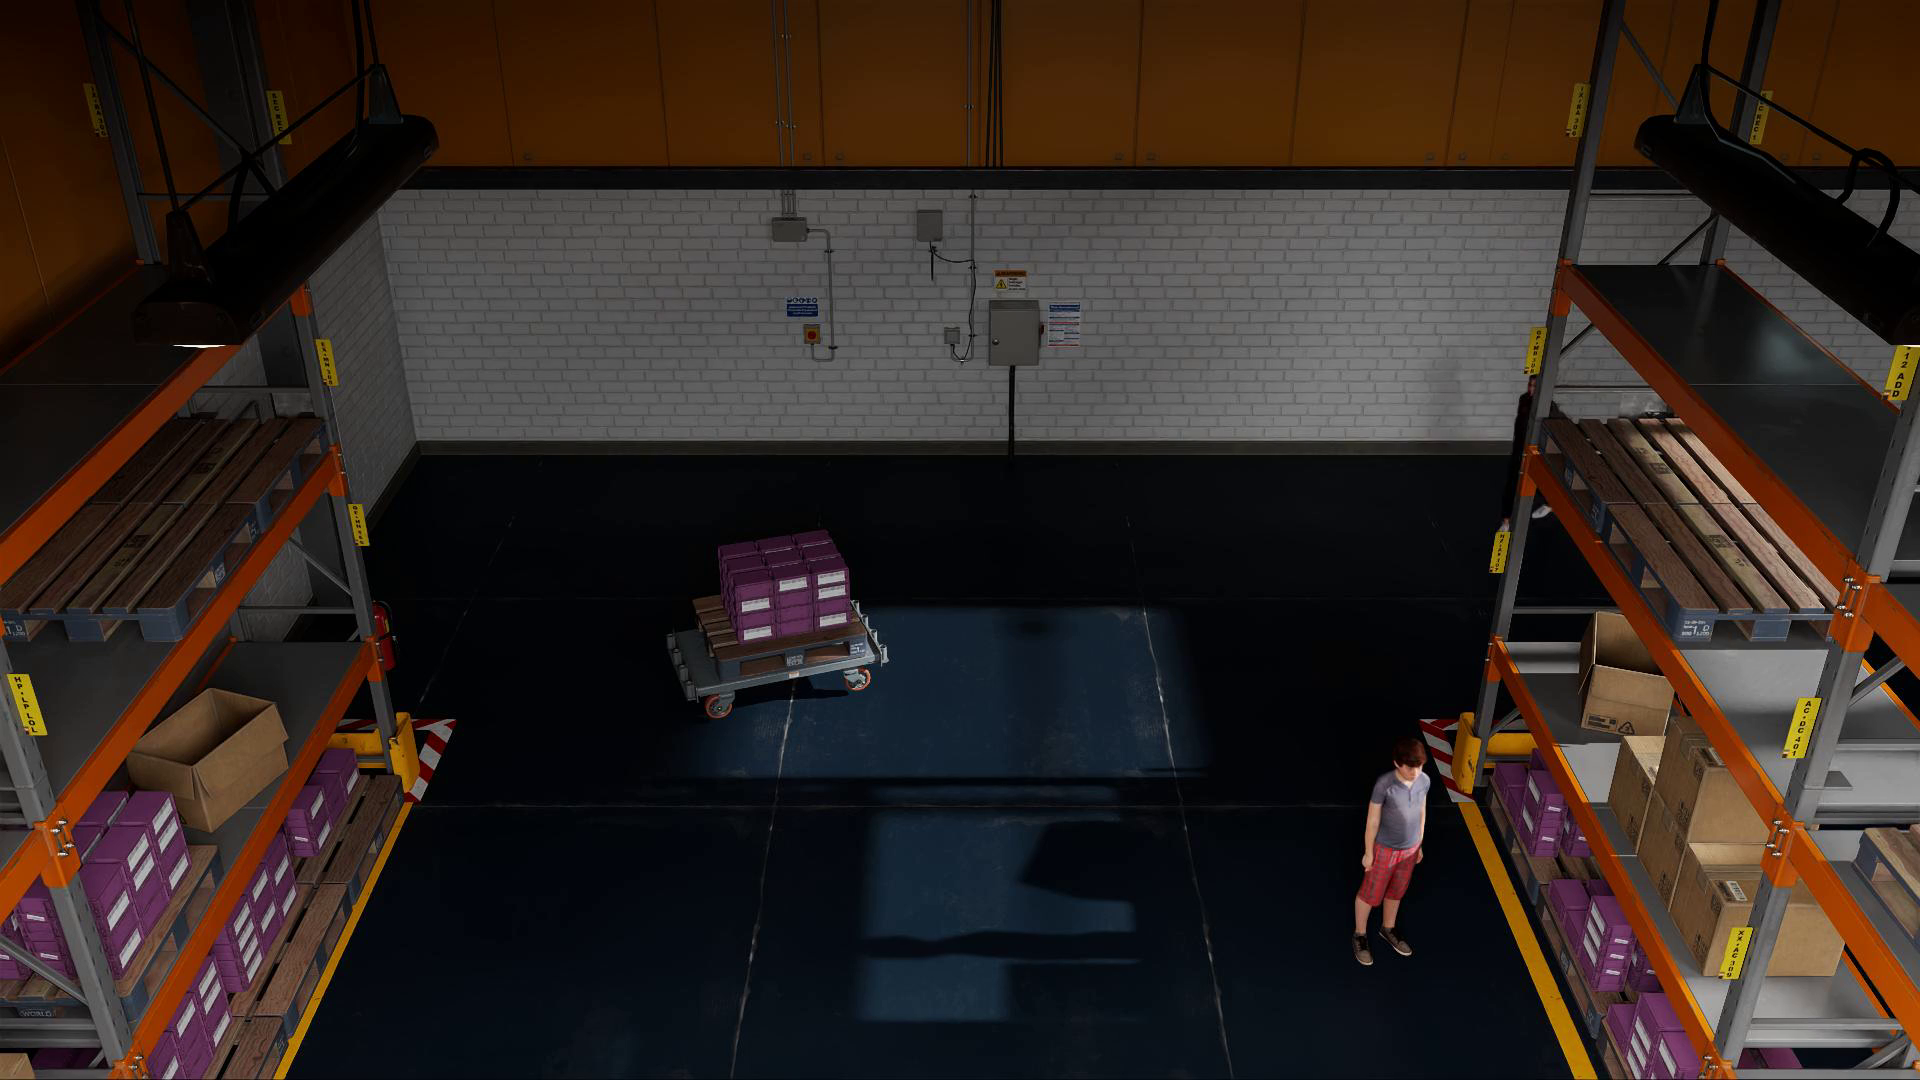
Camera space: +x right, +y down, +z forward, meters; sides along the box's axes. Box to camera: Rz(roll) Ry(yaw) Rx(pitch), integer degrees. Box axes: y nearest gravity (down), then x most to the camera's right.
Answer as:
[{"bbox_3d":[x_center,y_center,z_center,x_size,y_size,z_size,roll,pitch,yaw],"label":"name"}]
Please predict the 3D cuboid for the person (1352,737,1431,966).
[{"bbox_3d":[2.747,1.937,10.569,0.640,1.651,0.622,-9,30,-16],"label":"person"}]

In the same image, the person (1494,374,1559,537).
[{"bbox_3d":[5.414,-0.826,15.614,1.055,1.671,1.052,-17,33,-28],"label":"person"}]
